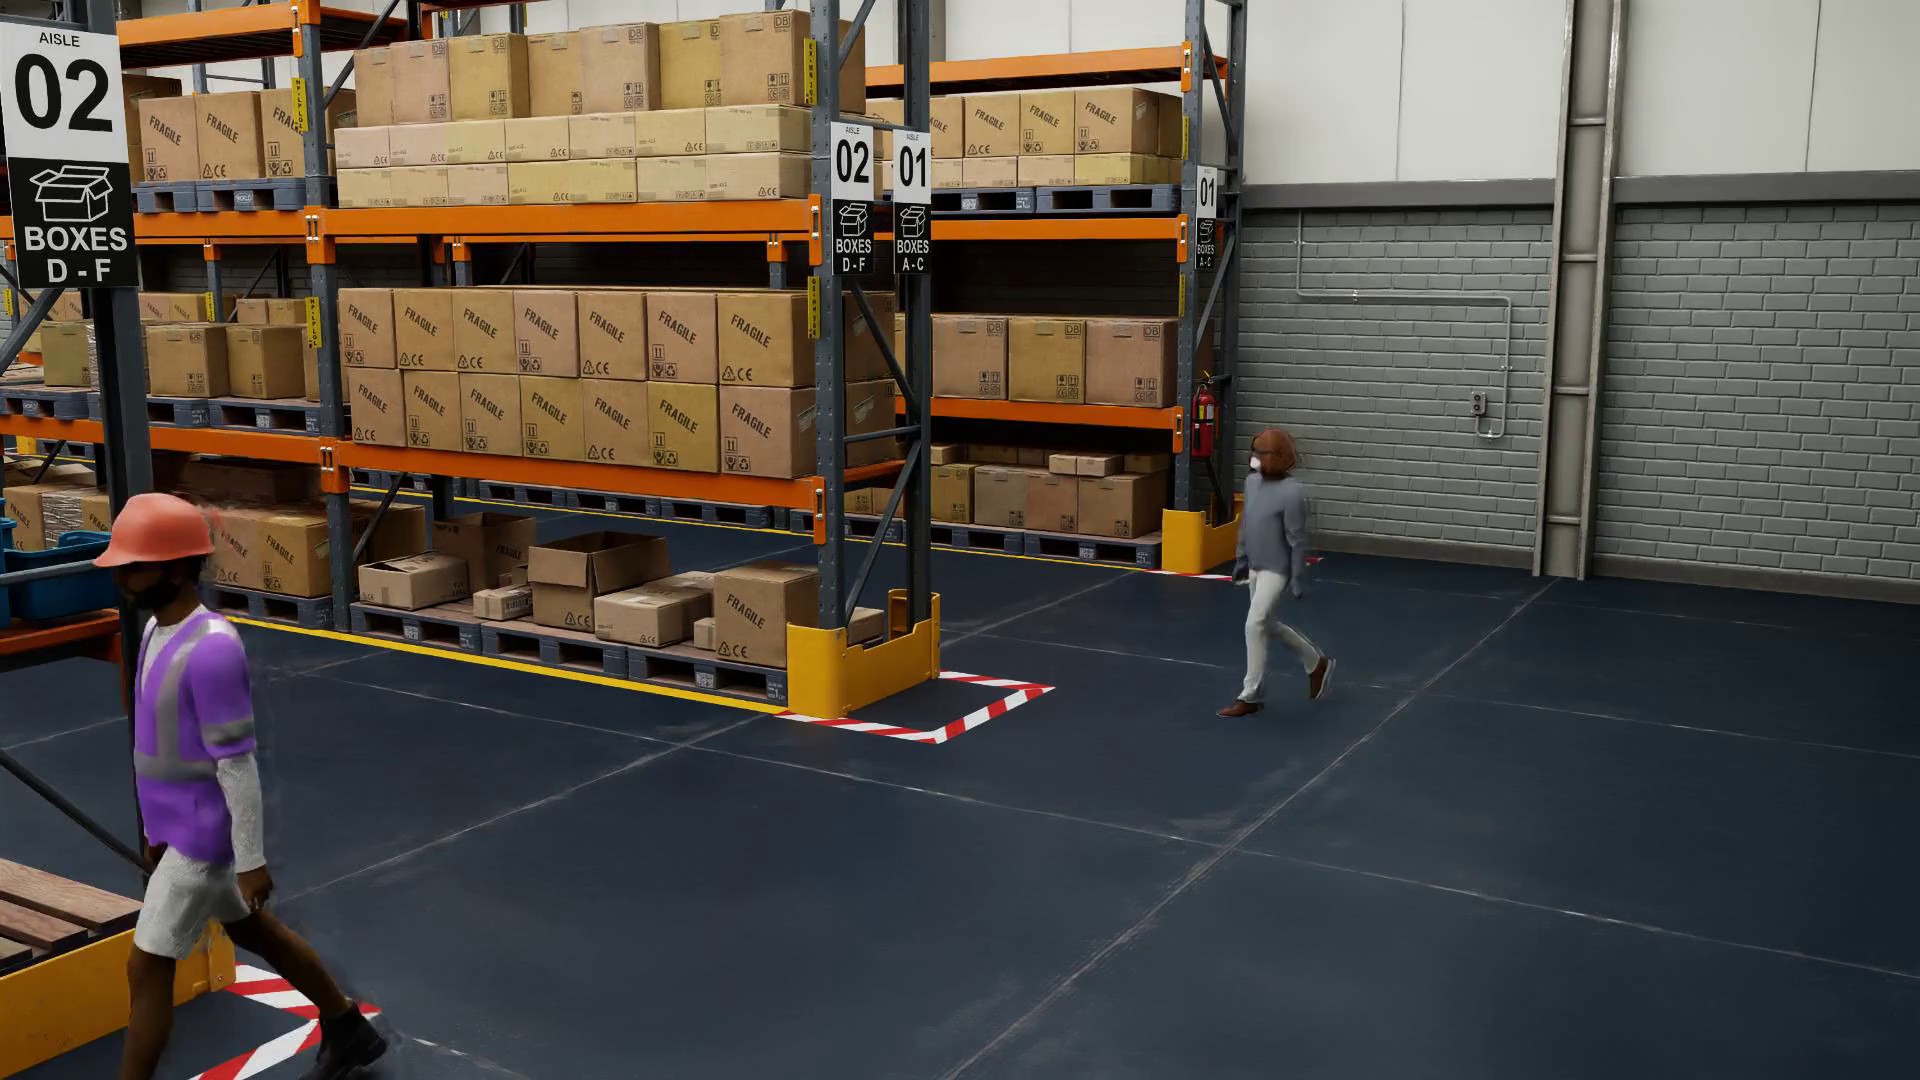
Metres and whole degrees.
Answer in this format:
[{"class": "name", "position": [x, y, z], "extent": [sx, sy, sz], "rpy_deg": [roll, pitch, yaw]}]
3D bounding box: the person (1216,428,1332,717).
[{"class": "person", "position": [1.772, 0.167, 9.229], "extent": [0.718, 1.607, 0.500], "rpy_deg": [-3, 10, -19]}]

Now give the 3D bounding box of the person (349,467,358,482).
[{"class": "person", "position": [-5.241, -0.788, 13.766], "extent": [0.367, 1.966, 0.603], "rpy_deg": [9, 13, 43]}]

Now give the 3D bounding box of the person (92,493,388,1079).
[{"class": "person", "position": [-2.151, 0.794, 4.750], "extent": [1.008, 1.892, 0.558], "rpy_deg": [-7, 12, -36]}]
